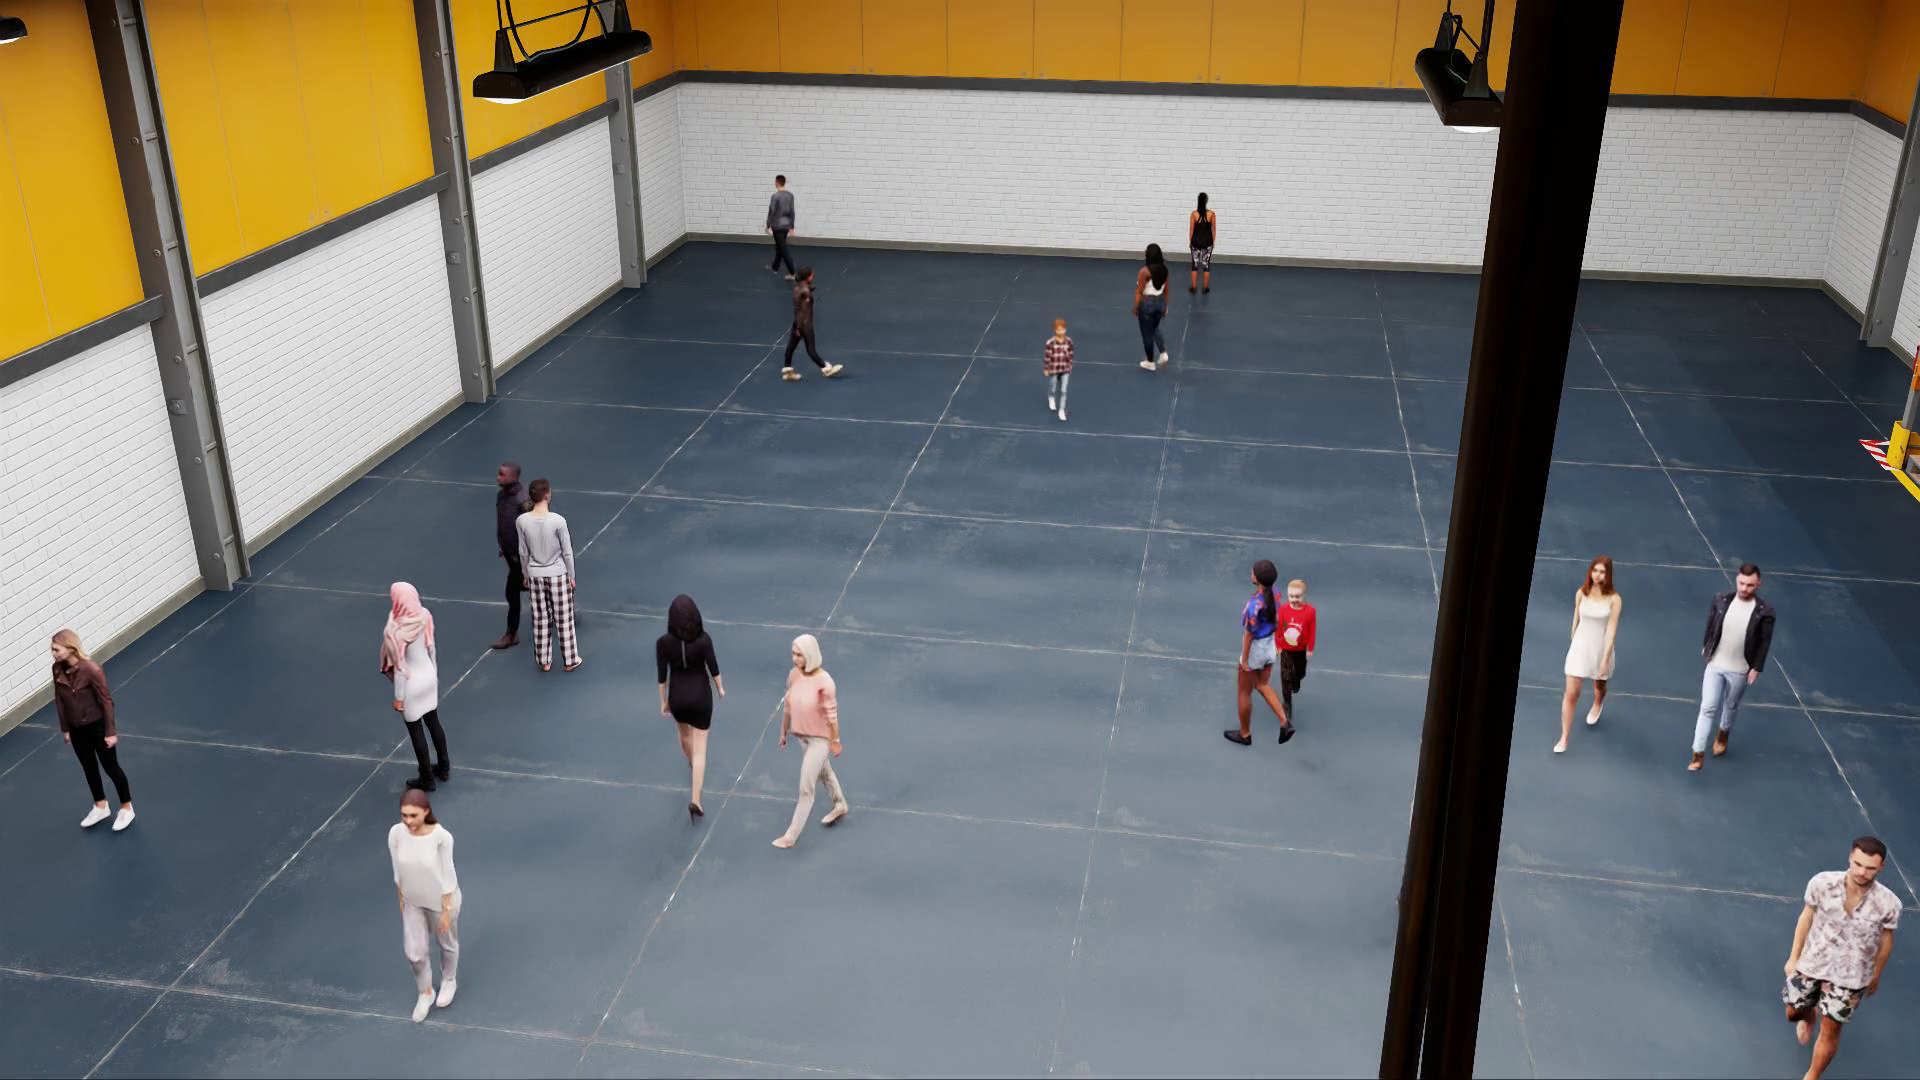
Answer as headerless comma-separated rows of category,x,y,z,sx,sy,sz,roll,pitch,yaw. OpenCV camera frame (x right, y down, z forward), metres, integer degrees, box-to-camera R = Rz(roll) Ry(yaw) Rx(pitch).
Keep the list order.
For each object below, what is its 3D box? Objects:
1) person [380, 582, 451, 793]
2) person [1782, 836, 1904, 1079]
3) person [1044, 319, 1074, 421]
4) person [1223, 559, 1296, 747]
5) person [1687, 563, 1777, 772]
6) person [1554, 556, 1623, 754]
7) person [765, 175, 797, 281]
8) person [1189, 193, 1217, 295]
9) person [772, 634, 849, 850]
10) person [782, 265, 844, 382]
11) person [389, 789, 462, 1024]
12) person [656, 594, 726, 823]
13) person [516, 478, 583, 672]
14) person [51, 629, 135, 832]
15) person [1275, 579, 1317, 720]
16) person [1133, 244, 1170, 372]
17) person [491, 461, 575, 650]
person,-4.328,1.156,13.232,0.762,1.803,0.625,11,26,24
person,5.309,2.532,10.091,0.914,1.799,1.057,16,28,32
person,1.279,-2.248,21.664,0.693,1.287,0.931,-3,24,-6
person,2.541,0.978,13.735,0.915,1.728,0.933,-20,31,-38
person,6.326,0.996,13.604,0.969,1.799,1.230,15,28,31
person,5.341,0.913,13.953,0.900,1.671,1.228,16,28,32
person,-2.962,-5.198,27.869,1.031,1.724,1.135,19,30,36
person,3.954,-4.867,27.186,0.587,1.664,0.520,2,24,5
person,-1.047,1.471,12.662,0.983,1.684,1.159,20,31,38
person,-2.066,-2.980,22.908,1.023,1.633,1.059,9,25,20
person,-3.419,2.283,10.817,0.649,1.674,0.705,0,24,0
person,-2.100,1.340,12.871,0.713,1.756,1.139,1,24,3
person,-3.735,0.324,15.082,0.657,1.847,0.575,1,24,2
person,-6.650,1.433,12.726,0.610,1.702,0.510,5,24,12
person,2.900,0.906,14.476,0.497,1.266,0.749,2,24,5
person,2.737,-3.218,23.252,0.816,1.793,0.877,-13,27,-27
person,-4.066,0.107,15.630,1.261,1.806,1.150,-19,30,-36
